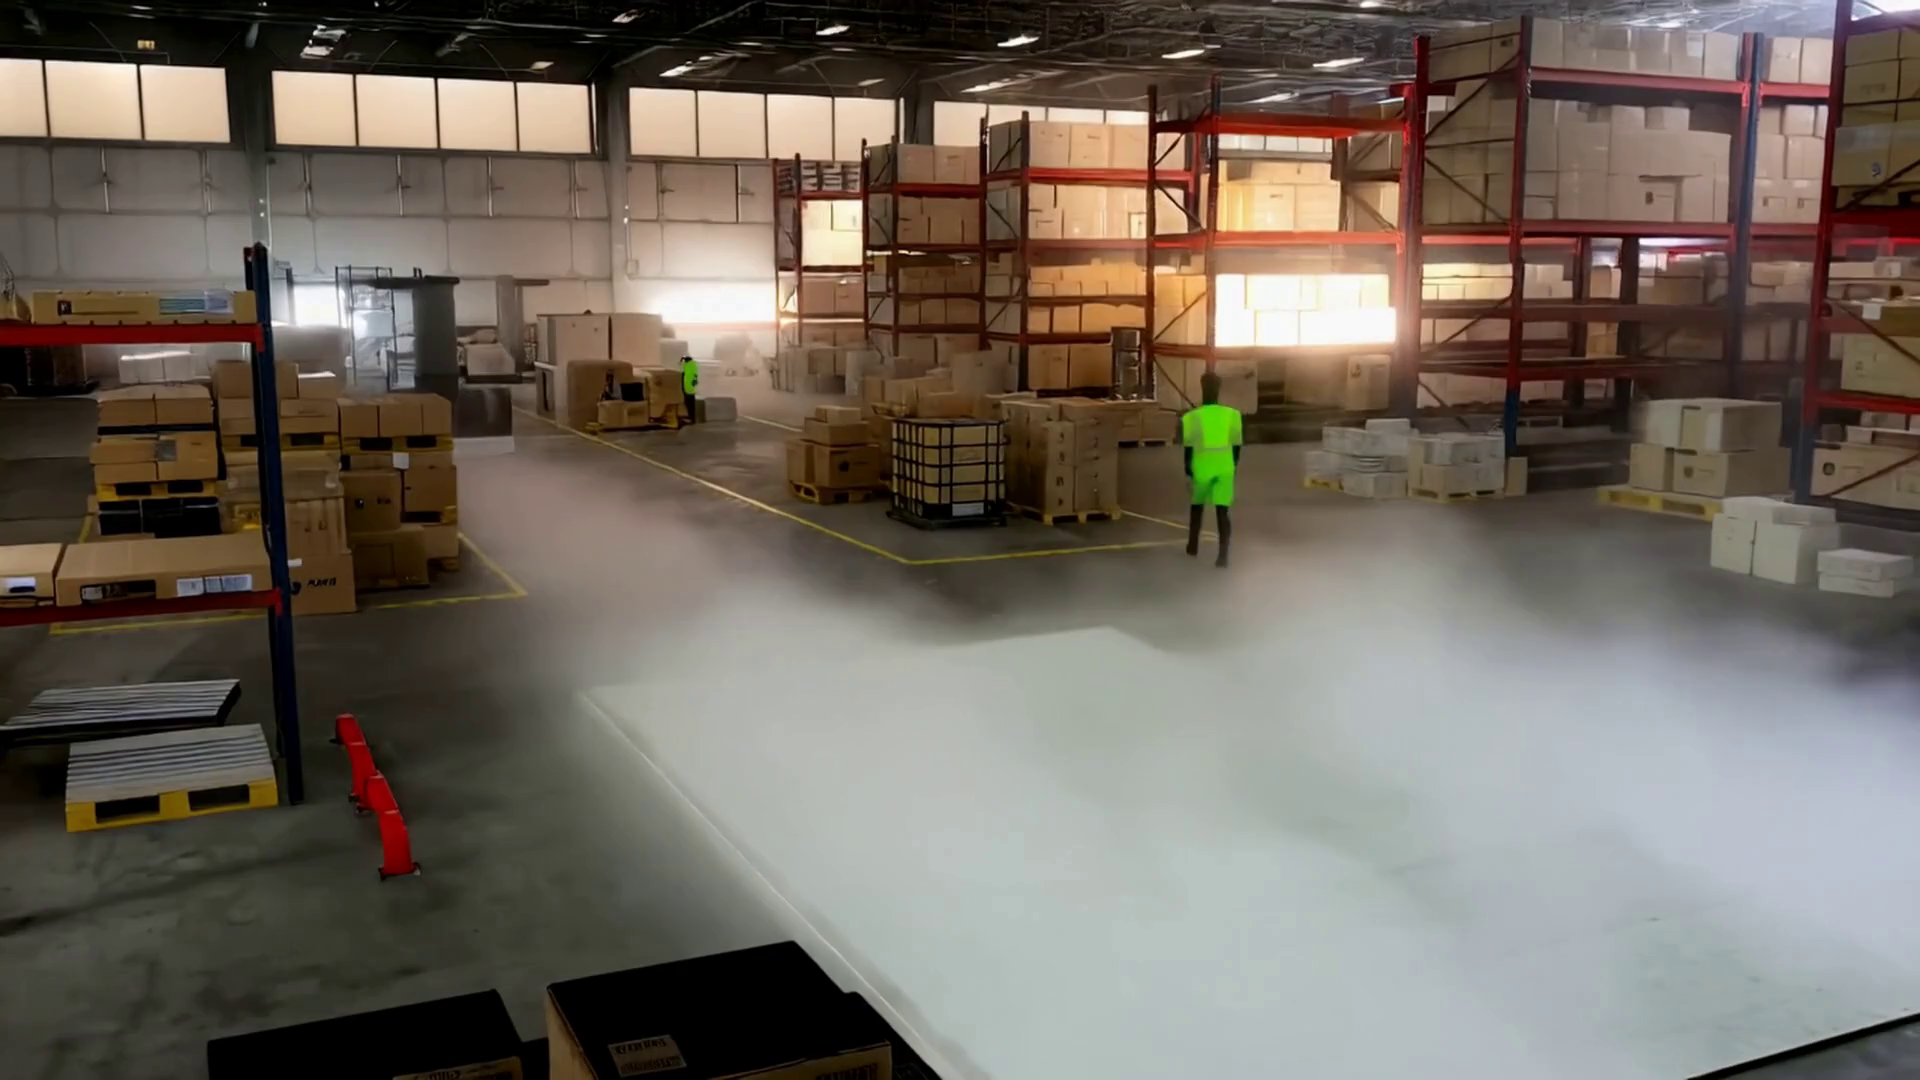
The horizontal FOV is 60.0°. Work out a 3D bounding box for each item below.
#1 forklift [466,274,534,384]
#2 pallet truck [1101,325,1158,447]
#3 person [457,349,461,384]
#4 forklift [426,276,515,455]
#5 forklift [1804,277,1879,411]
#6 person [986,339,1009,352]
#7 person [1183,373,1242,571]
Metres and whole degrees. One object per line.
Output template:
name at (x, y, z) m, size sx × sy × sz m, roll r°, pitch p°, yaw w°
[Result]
forklift at (-11.574, -5.352, 42.293) m, size 1.873 × 2.768 × 1.129 m, roll -4°, pitch 10°, yaw -25°
pallet truck at (2.881, -2.596, 27.923) m, size 0.823 × 1.965 × 1.885 m, roll -1°, pitch 9°, yaw -7°
person at (-8.711, -2.601, 27.986) m, size 0.612 × 1.987 × 0.399 m, roll -4°, pitch 10°, yaw -23°
forklift at (-8.069, -2.737, 26.069) m, size 1.873 × 2.768 × 1.129 m, roll -4°, pitch 10°, yaw -25°
forklift at (10.855, -1.829, 20.436) m, size 1.873 × 2.768 × 1.129 m, roll -4°, pitch 10°, yaw -25°
person at (0.782, -4.086, 37.496) m, size 0.657 × 1.893 × 0.415 m, roll 8°, pitch 12°, yaw 42°
person at (2.461, -0.684, 16.342) m, size 0.613 × 1.907 × 1.043 m, roll -1°, pitch 9°, yaw -5°
